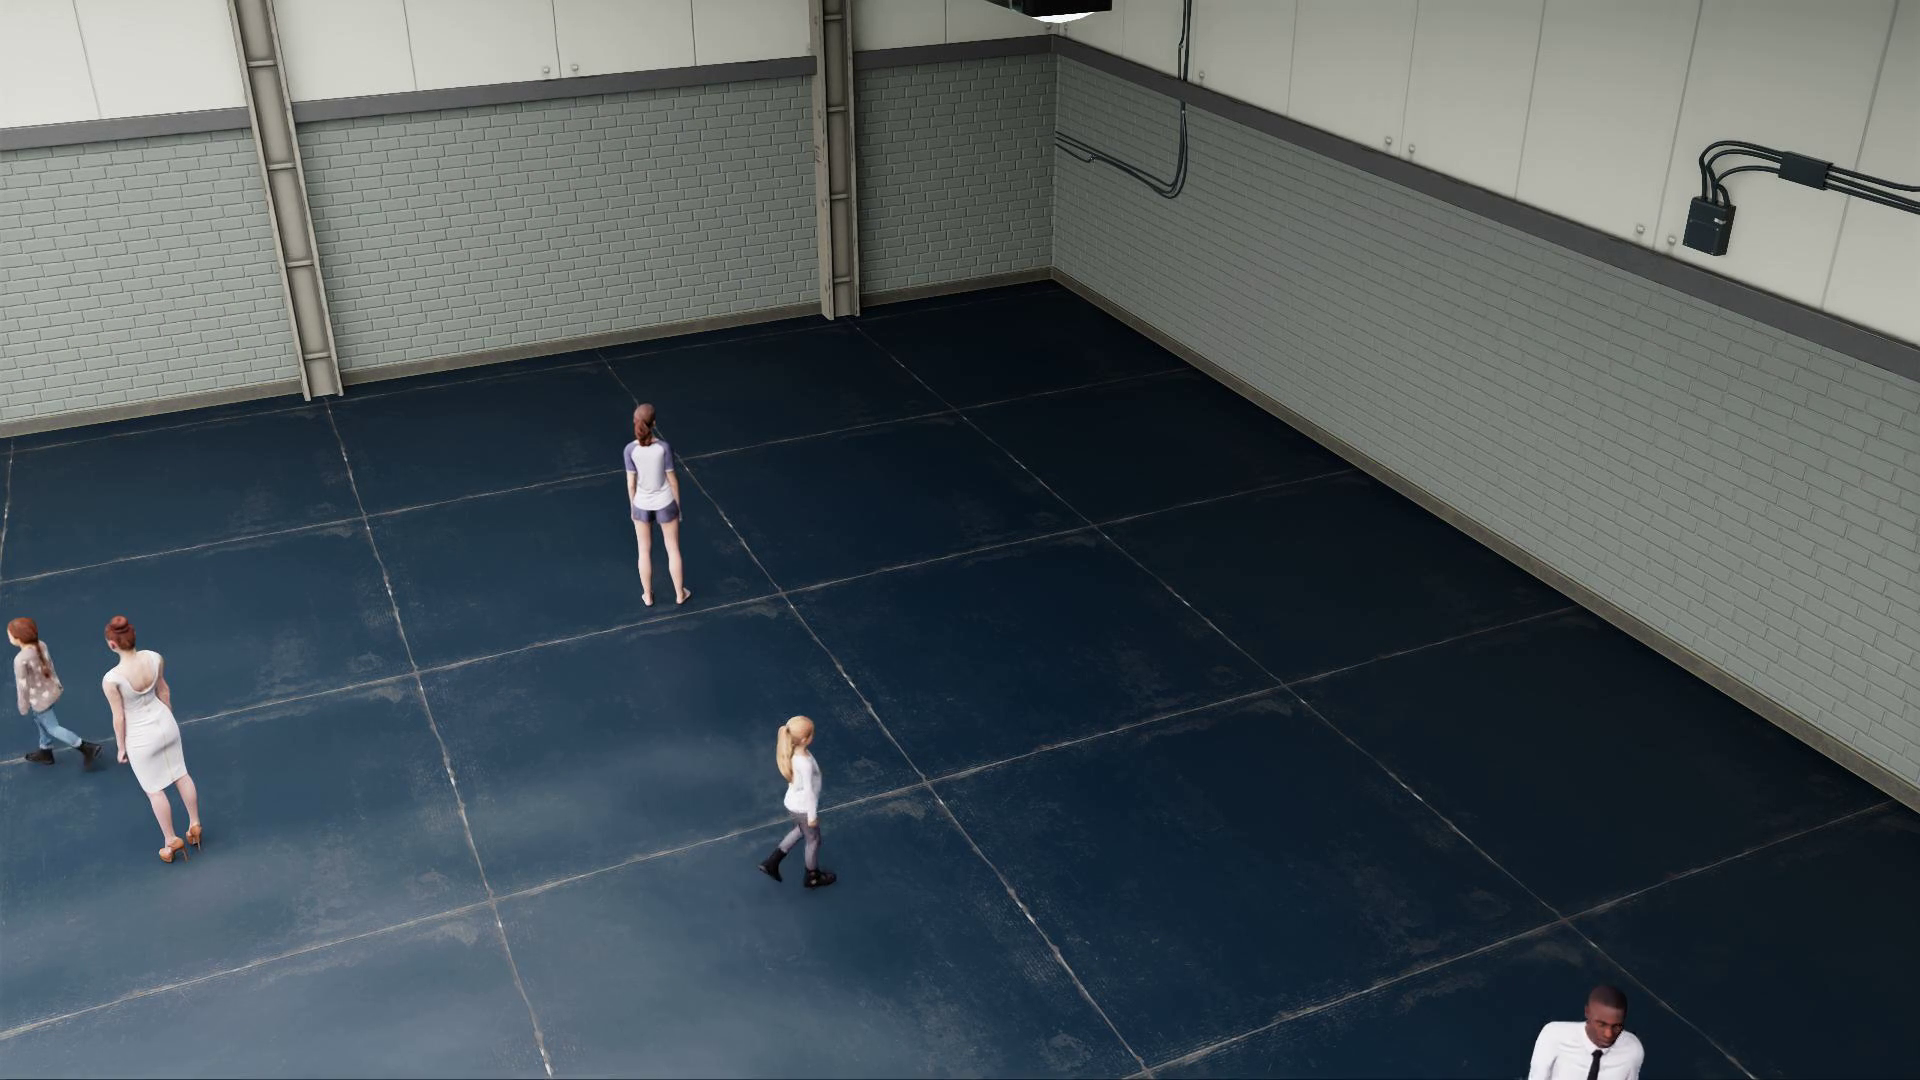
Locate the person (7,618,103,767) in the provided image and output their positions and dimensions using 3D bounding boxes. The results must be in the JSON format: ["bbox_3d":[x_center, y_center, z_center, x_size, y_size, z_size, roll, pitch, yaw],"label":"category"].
[{"bbox_3d":[-6.317,1.080,11.512,0.889,1.180,0.723,2,27,3],"label":"person"}]

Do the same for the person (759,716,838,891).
[{"bbox_3d":[-1.032,1.659,10.292,0.696,1.267,0.489,-13,30,-23],"label":"person"}]

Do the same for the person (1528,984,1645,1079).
[{"bbox_3d":[2.804,2.699,7.686,1.098,1.806,1.115,8,28,14],"label":"person"}]

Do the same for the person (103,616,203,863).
[{"bbox_3d":[-5.102,1.253,10.499,0.698,1.801,0.599,15,31,26],"label":"person"}]

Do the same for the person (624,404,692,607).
[{"bbox_3d":[-2.486,-0.281,13.515,0.612,1.767,0.720,-1,27,-3],"label":"person"}]
